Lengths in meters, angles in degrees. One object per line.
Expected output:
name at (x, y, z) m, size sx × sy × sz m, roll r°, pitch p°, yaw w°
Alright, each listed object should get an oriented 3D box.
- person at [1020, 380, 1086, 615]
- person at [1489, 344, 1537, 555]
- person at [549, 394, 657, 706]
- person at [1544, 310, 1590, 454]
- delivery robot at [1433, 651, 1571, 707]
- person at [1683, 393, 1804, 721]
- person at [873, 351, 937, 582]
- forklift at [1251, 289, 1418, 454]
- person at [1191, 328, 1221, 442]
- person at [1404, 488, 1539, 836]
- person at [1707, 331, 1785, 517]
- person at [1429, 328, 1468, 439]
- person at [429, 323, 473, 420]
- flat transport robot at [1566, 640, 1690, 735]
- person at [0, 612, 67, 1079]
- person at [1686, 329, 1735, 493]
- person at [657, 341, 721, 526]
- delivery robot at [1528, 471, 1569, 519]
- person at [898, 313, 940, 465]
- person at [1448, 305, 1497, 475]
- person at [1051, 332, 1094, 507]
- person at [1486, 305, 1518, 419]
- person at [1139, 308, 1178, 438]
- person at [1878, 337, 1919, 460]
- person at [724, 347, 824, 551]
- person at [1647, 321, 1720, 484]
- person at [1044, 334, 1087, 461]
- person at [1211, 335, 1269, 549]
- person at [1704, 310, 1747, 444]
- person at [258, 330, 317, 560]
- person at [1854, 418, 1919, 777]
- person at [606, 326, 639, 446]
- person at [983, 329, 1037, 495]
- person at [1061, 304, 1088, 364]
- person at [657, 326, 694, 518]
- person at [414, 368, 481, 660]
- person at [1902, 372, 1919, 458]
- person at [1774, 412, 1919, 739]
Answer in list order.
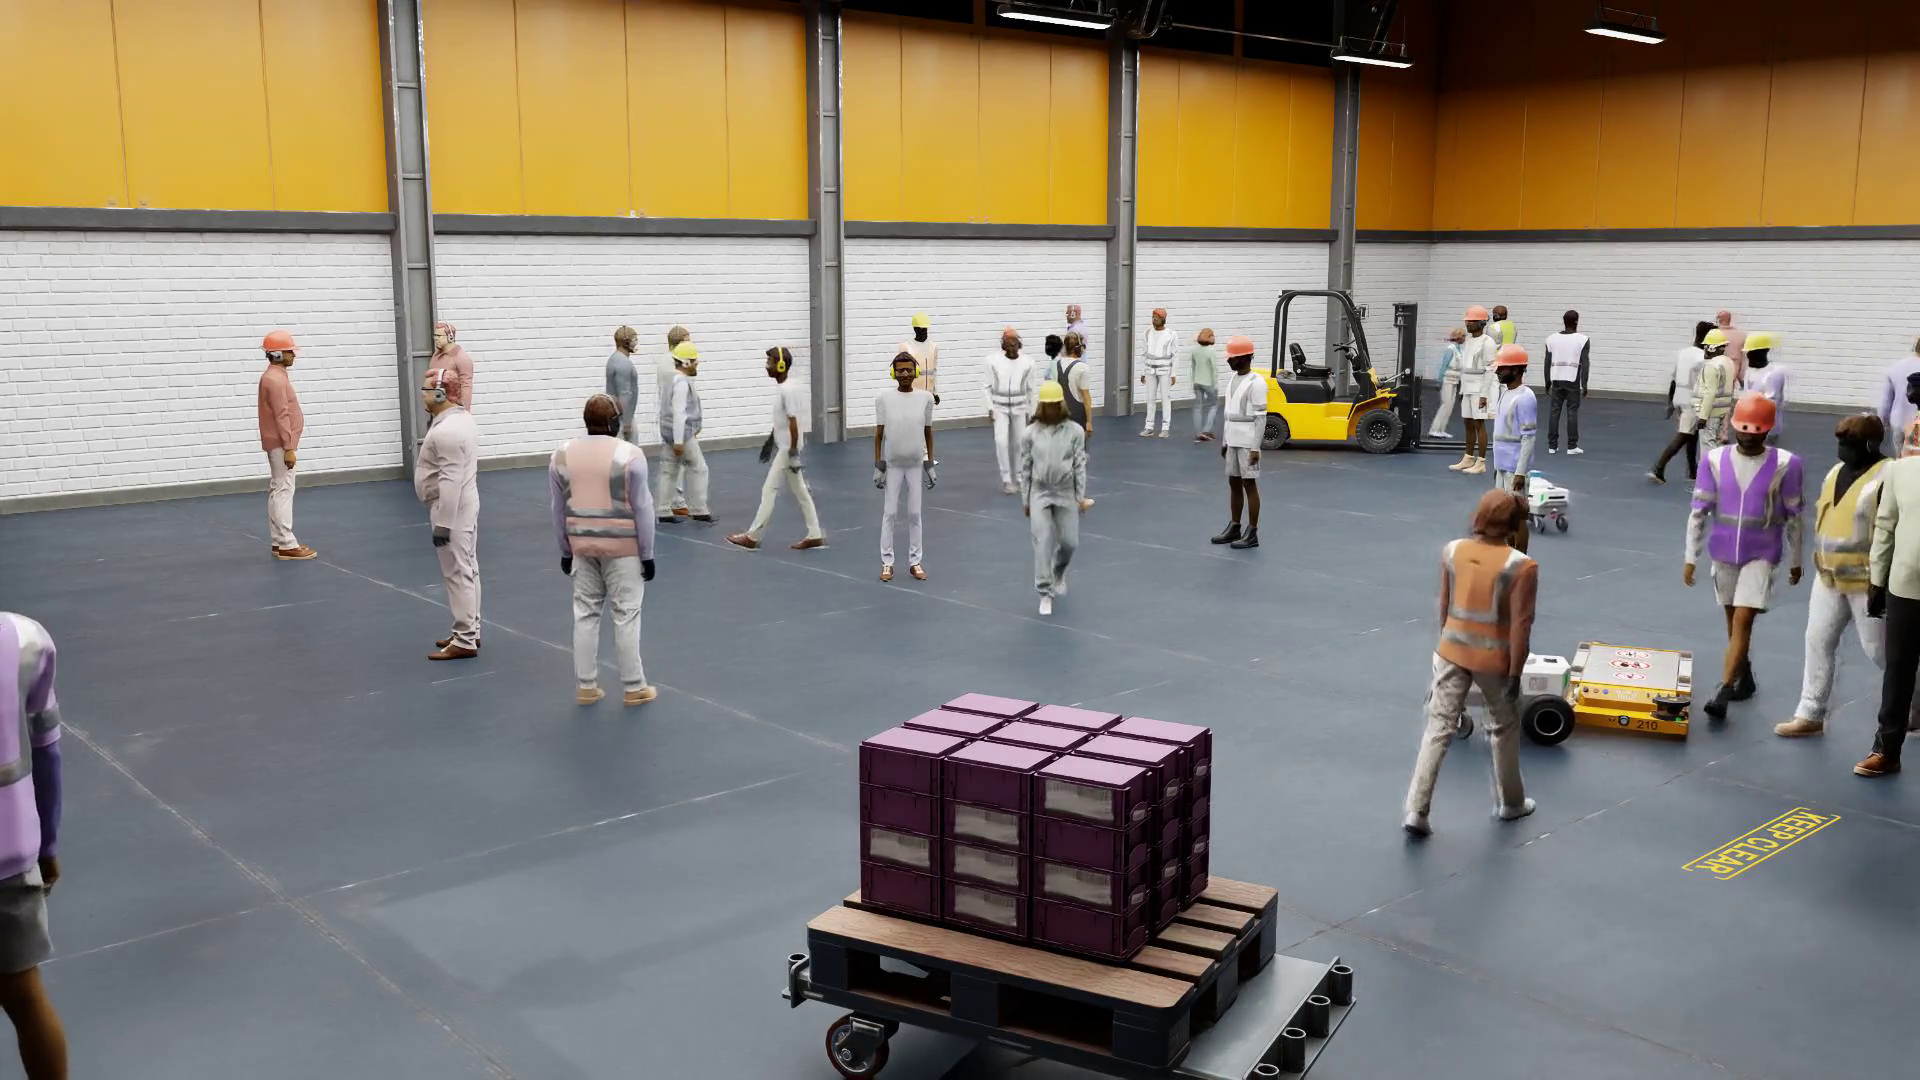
person at (0.684, -0.333, 12.381) m, size 0.493 × 1.731 × 0.517 m, roll 0°, pitch 10°, yaw -3°
person at (4.423, -0.611, 13.420) m, size 0.375 × 1.935 × 0.550 m, roll 0°, pitch 10°, yaw -1°
person at (-2.071, 0.071, 9.757) m, size 0.633 × 1.850 × 0.462 m, roll 3°, pitch 10°, yaw 16°
person at (8.095, -2.106, 22.230) m, size 0.590 × 1.919 × 0.395 m, roll 8°, pitch 13°, yaw 39°
delivery robot at (2.982, 0.755, 9.190) m, size 0.707 × 0.478 × 0.477 m, roll 2°, pitch 10°, yaw 11°
person at (4.496, 0.084, 9.561) m, size 0.564 × 1.868 × 1.005 m, roll 8°, pitch 12°, yaw 38°
person at (-0.446, -0.596, 13.523) m, size 0.521 × 1.874 × 0.328 m, roll -2°, pitch 10°, yaw -10°
forklift at (5.034, -2.339, 22.783) m, size 2.313 × 2.155 × 1.214 m, roll 3°, pitch 10°, yaw 16°
person at (3.507, -2.202, 23.640) m, size 0.396 × 1.620 × 0.513 m, roll -8°, pitch 13°, yaw -39°
person at (2.341, 0.559, 7.575) m, size 0.847 × 1.602 × 0.538 m, roll -9°, pitch 13°, yaw -41°
person at (7.800, -1.101, 16.422) m, size 0.843 × 1.893 × 0.592 m, roll -2°, pitch 10°, yaw -9°
person at (7.097, -2.270, 24.075) m, size 0.403 × 1.605 × 0.543 m, roll 6°, pitch 12°, yaw 33°
person at (-5.632, -1.430, 18.305) m, size 0.642 × 1.909 × 0.410 m, roll 7°, pitch 12°, yaw 36°
flat transport robot at (3.942, 0.843, 9.776) m, size 0.652 × 0.197 × 1.431 m, roll 4°, pitch 11°, yaw 24°
person at (-2.736, 0.865, 4.520) m, size 0.432 × 2.034 × 0.611 m, roll 5°, pitch 11°, yaw 26°
person at (8.334, -1.421, 18.466) m, size 0.404 × 1.832 × 0.600 m, roll 9°, pitch 13°, yaw 41°
person at (-2.648, -1.031, 16.260) m, size 0.738 × 1.804 × 0.607 m, roll -4°, pitch 11°, yaw -24°
delivery robot at (5.561, -0.429, 16.120) m, size 0.477 × 0.478 × 0.707 m, roll -3°, pitch 10°, yaw -17°
person at (-0.501, -1.890, 20.935) m, size 0.587 × 1.927 × 0.364 m, roll -8°, pitch 12°, yaw -39°
person at (6.214, -1.811, 20.132) m, size 0.379 × 2.045 × 0.605 m, roll -2°, pitch 10°, yaw -12°
person at (1.181, -1.264, 17.509) m, size 0.521 × 1.844 × 0.331 m, roll 9°, pitch 13°, yaw 42°
person at (8.723, -2.880, 26.986) m, size 0.627 × 1.844 × 0.429 m, roll -6°, pitch 11°, yaw -32°
person at (2.893, -2.432, 24.233) m, size 0.572 × 1.886 × 0.355 m, roll 6°, pitch 12°, yaw 33°
person at (9.388, -1.078, 16.269) m, size 0.963 × 1.893 × 0.636 m, roll -6°, pitch 12°, yaw -33°
person at (-1.660, -0.799, 14.837) m, size 0.915 × 1.831 × 0.516 m, roll 0°, pitch 10°, yaw -2°
person at (8.385, -1.584, 19.227) m, size 0.937 × 1.914 × 0.612 m, roll -1°, pitch 10°, yaw -8°
person at (1.219, -1.768, 21.029) m, size 0.862 × 1.654 × 0.543 m, roll 0°, pitch 10°, yaw 2°
person at (2.533, -0.885, 15.047) m, size 0.375 × 1.930 × 0.542 m, roll -4°, pitch 11°, yaw -24°
person at (10.770, -2.324, 23.666) m, size 0.669 × 1.856 × 0.963 m, roll -1°, pitch 10°, yaw -8°
person at (-5.899, -0.826, 14.509) m, size 0.379 × 1.996 × 0.611 m, roll -6°, pitch 11°, yaw -30°
person at (4.826, 0.242, 8.254) m, size 0.381 × 1.994 × 0.619 m, roll -8°, pitch 12°, yaw -38°
person at (-3.422, -1.212, 16.964) m, size 0.382 × 1.935 × 0.635 m, roll -3°, pitch 10°, yaw -17°
person at (0.556, -1.414, 18.419) m, size 0.593 × 1.835 × 0.744 m, roll 0°, pitch 10°, yaw 0°
person at (1.732, -2.626, 25.307) m, size 0.402 × 1.906 × 0.652 m, roll 2°, pitch 10°, yaw 11°
person at (-2.871, -1.190, 16.826) m, size 0.362 × 1.932 × 0.631 m, roll -5°, pitch 11°, yaw -25°
person at (-3.363, -0.171, 10.928) m, size 0.405 × 1.911 × 0.636 m, roll -1°, pitch 10°, yaw -7°
person at (8.015, -0.560, 13.898) m, size 0.480 × 1.675 × 0.555 m, roll 4°, pitch 11°, yaw 24°
person at (4.950, 0.204, 9.033) m, size 0.850 × 1.815 × 0.624 m, roll -2°, pitch 10°, yaw -10°
